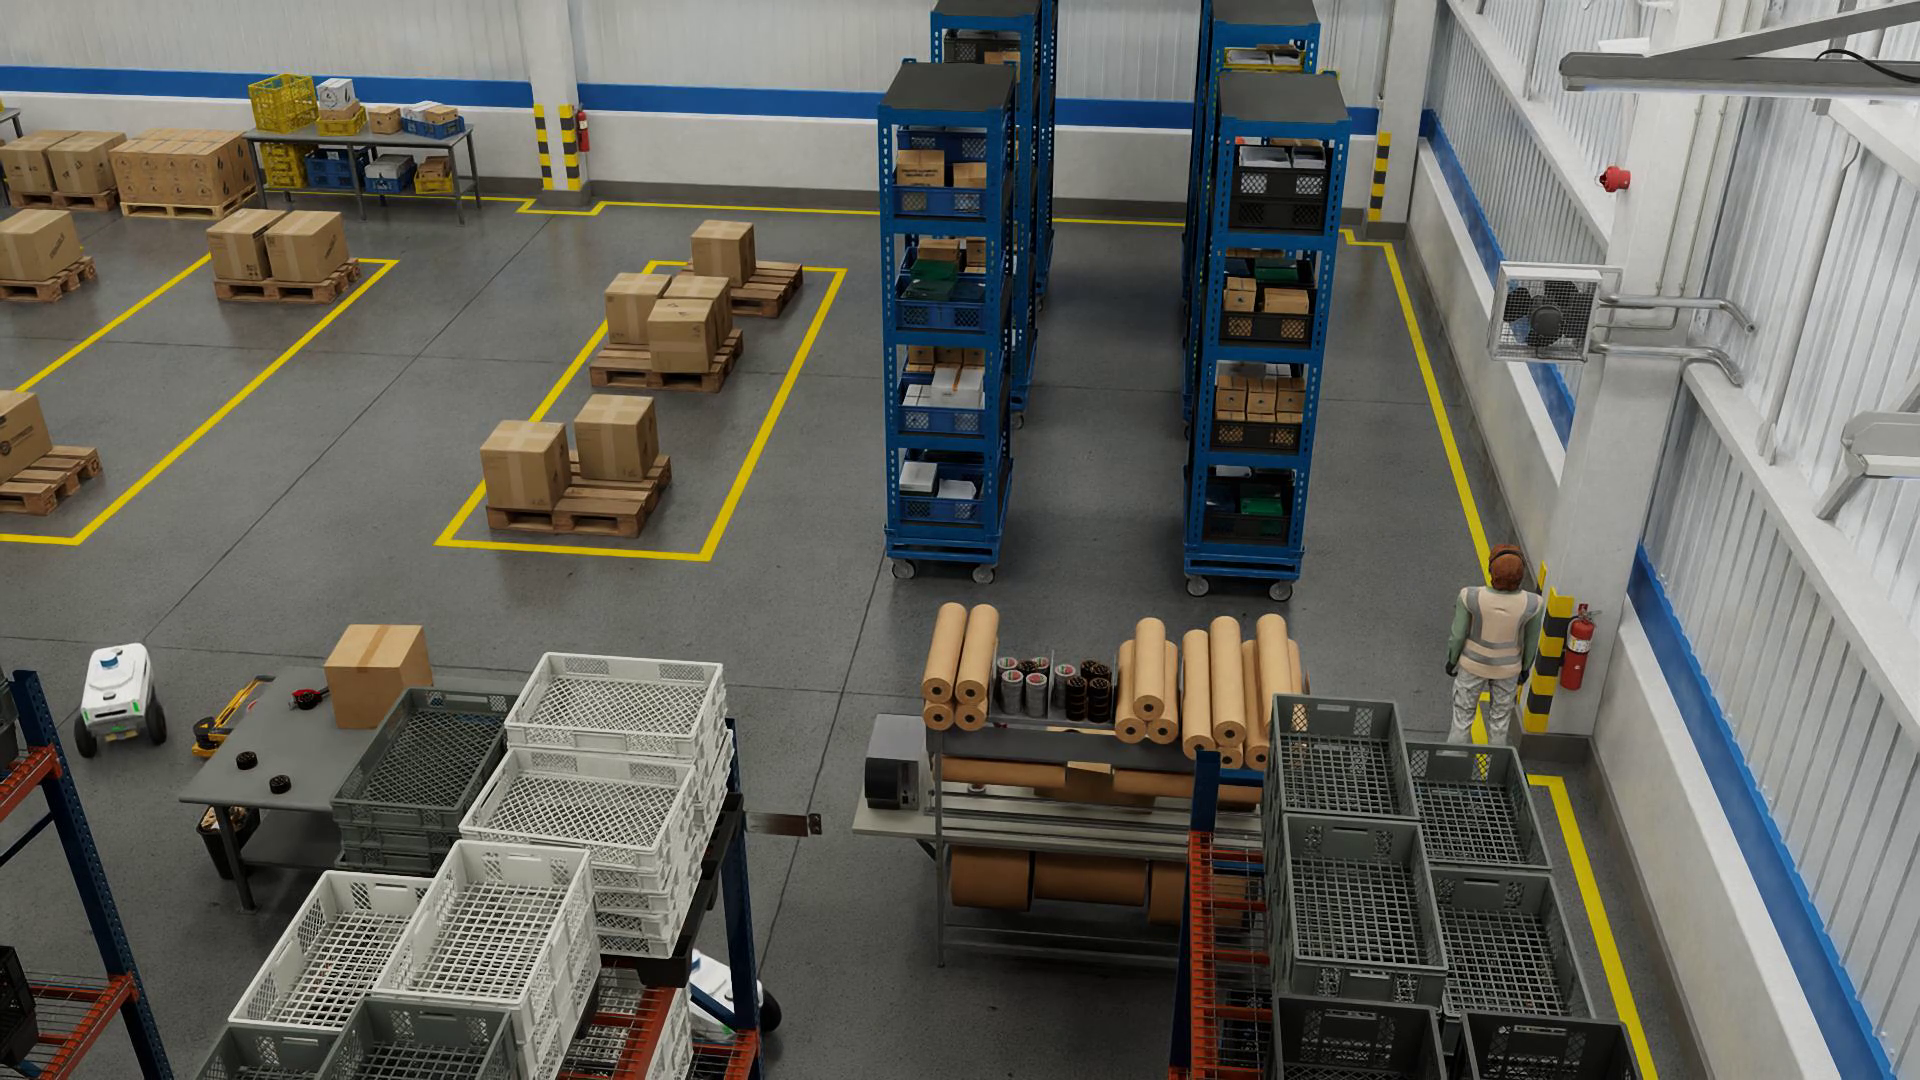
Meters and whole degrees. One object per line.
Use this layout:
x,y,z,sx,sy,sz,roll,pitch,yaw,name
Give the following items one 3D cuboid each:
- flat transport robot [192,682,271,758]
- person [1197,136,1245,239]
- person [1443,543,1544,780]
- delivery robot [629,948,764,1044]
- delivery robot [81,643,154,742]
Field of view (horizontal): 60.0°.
-4.089,1.163,10.648,1.431,0.197,0.652,3,30,6,flat transport robot
2.536,-2.888,15.905,0.611,1.996,0.379,14,33,23,person
3.175,0.760,9.984,0.514,1.645,0.309,5,31,8,person
-1.343,2.268,8.380,0.707,0.478,0.477,17,35,27,delivery robot
-5.403,0.942,10.658,0.477,0.478,0.707,-10,32,-16,delivery robot
